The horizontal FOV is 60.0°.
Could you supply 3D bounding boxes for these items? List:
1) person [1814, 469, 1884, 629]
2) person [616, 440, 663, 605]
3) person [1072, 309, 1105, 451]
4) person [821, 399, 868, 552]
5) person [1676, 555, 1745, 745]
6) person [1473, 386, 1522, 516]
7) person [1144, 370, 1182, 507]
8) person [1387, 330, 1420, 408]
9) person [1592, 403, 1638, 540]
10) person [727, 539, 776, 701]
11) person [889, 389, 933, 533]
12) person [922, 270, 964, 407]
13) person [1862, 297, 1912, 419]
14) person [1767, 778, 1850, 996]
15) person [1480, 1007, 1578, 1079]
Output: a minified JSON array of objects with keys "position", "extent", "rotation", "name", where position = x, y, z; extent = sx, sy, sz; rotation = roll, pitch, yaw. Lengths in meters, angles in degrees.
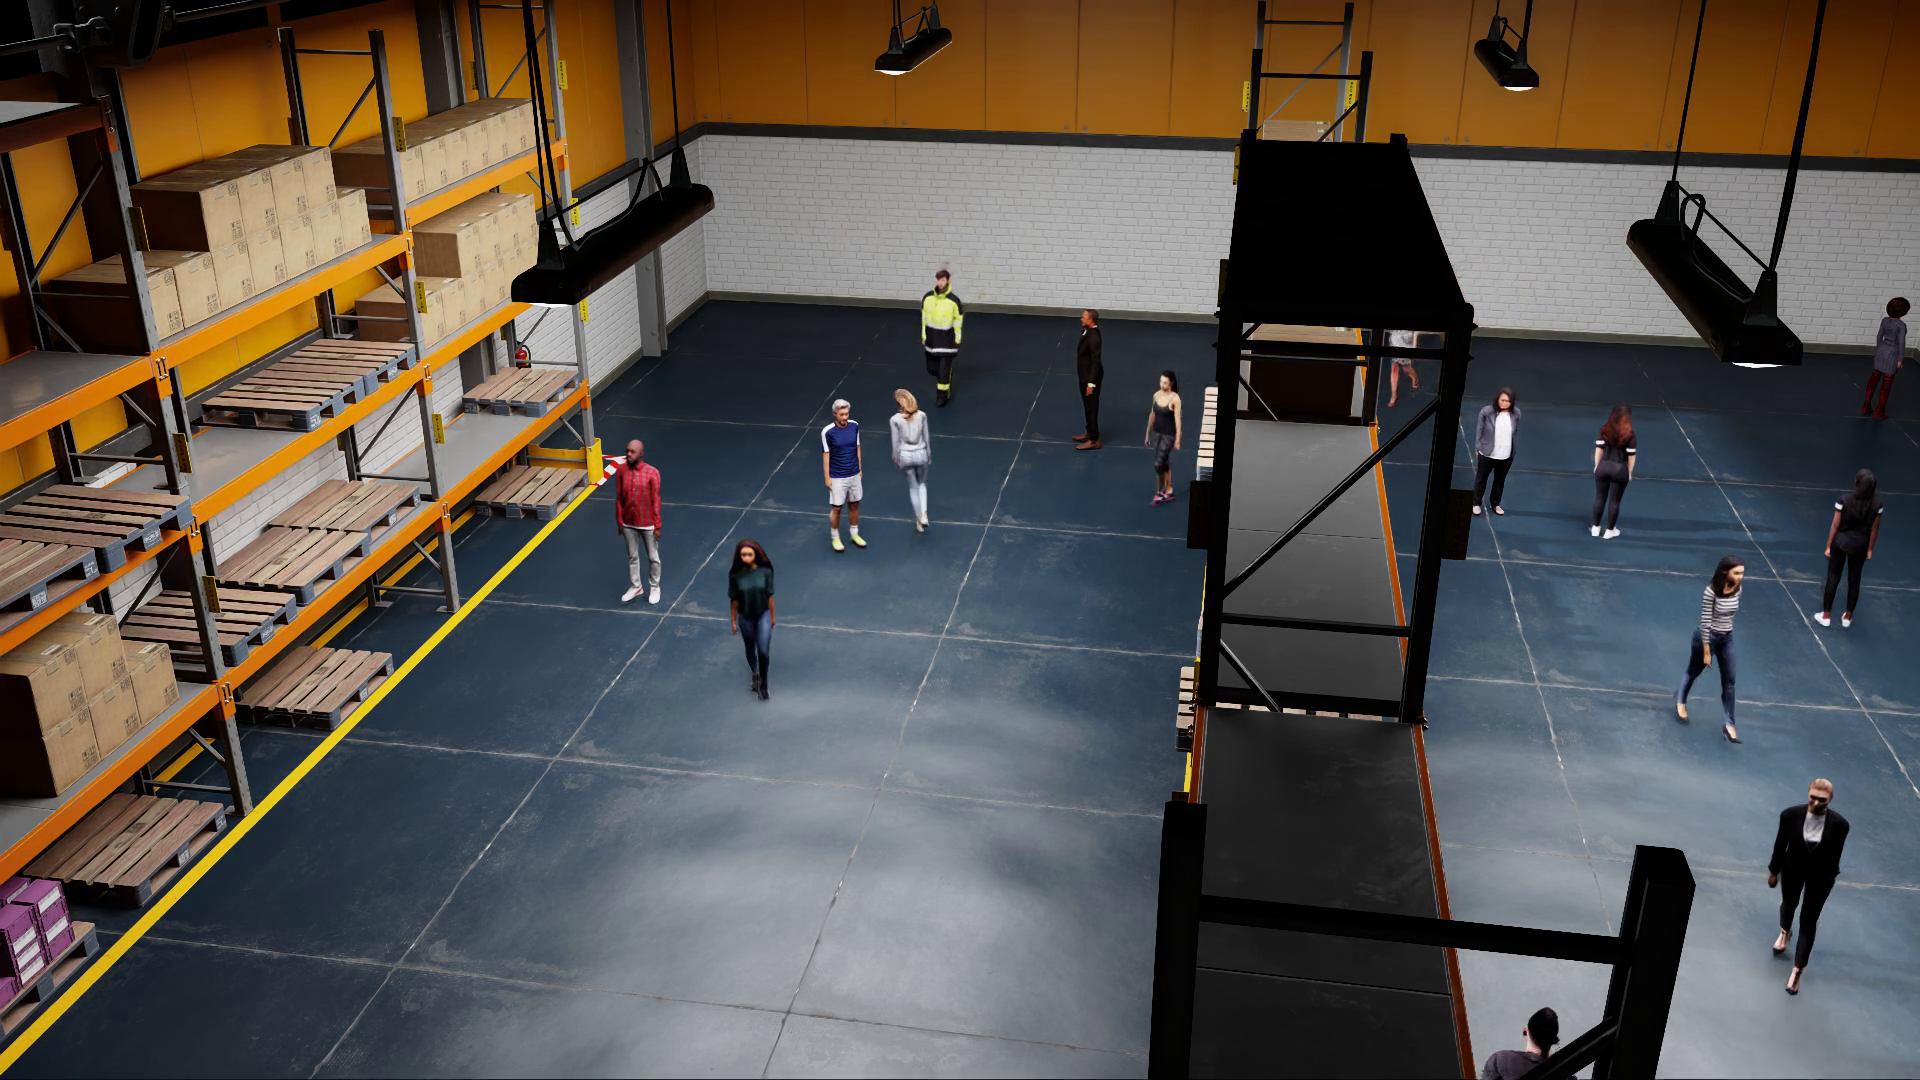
[{"position":[9.220,0.077,17.236],"extent":[0.612,1.730,0.549],"rotation":[5,24,12],"name":"person"},{"position":[-3.427,-0.221,17.805],"extent":[0.659,1.820,0.582],"rotation":[6,24,12],"name":"person"},{"position":[1.743,-2.150,22.112],"extent":[0.786,1.904,0.608],"rotation":[0,24,0],"name":"person"},{"position":[-1.342,-0.770,19.047],"extent":[0.728,1.830,0.787],"rotation":[-15,28,-31],"name":"person"},{"position":[6.812,0.939,15.231],"extent":[0.897,1.756,1.112],"rotation":[-7,24,-15],"name":"person"},{"position":[6.469,-1.085,20.051],"extent":[0.717,1.604,0.710],"rotation":[0,24,0],"name":"person"},{"position":[2.573,-1.265,20.328],"extent":[0.830,1.712,0.771],"rotation":[-18,29,-35],"name":"person"},{"position":[6.361,-2.793,23.707],"extent":[0.985,1.806,0.880],"rotation":[-21,31,-40],"name":"person"},{"position":[7.610,-0.813,19.386],"extent":[0.702,1.639,0.721],"rotation":[17,29,33],"name":"person"},{"position":[-1.977,0.700,15.973],"extent":[0.689,1.599,0.783],"rotation":[-2,24,-4],"name":"person"},{"position":[-0.549,-0.885,19.397],"extent":[0.746,1.761,0.776],"rotation":[-2,24,-4],"name":"person"},{"position":[-0.238,-2.930,23.822],"extent":[0.898,1.963,1.068],"rotation":[9,25,21],"name":"person"},{"position":[12.985,-2.559,23.290],"extent":[0.727,1.710,0.611],"rotation":[-8,25,-17],"name":"person"},{"position":[6.113,2.406,12.007],"extent":[0.845,1.650,1.085],"rotation":[13,27,28],"name":"person"},{"position":[3.136,3.474,9.377],"extent":[0.724,1.799,1.121],"rotation":[6,24,13],"name":"person"}]
